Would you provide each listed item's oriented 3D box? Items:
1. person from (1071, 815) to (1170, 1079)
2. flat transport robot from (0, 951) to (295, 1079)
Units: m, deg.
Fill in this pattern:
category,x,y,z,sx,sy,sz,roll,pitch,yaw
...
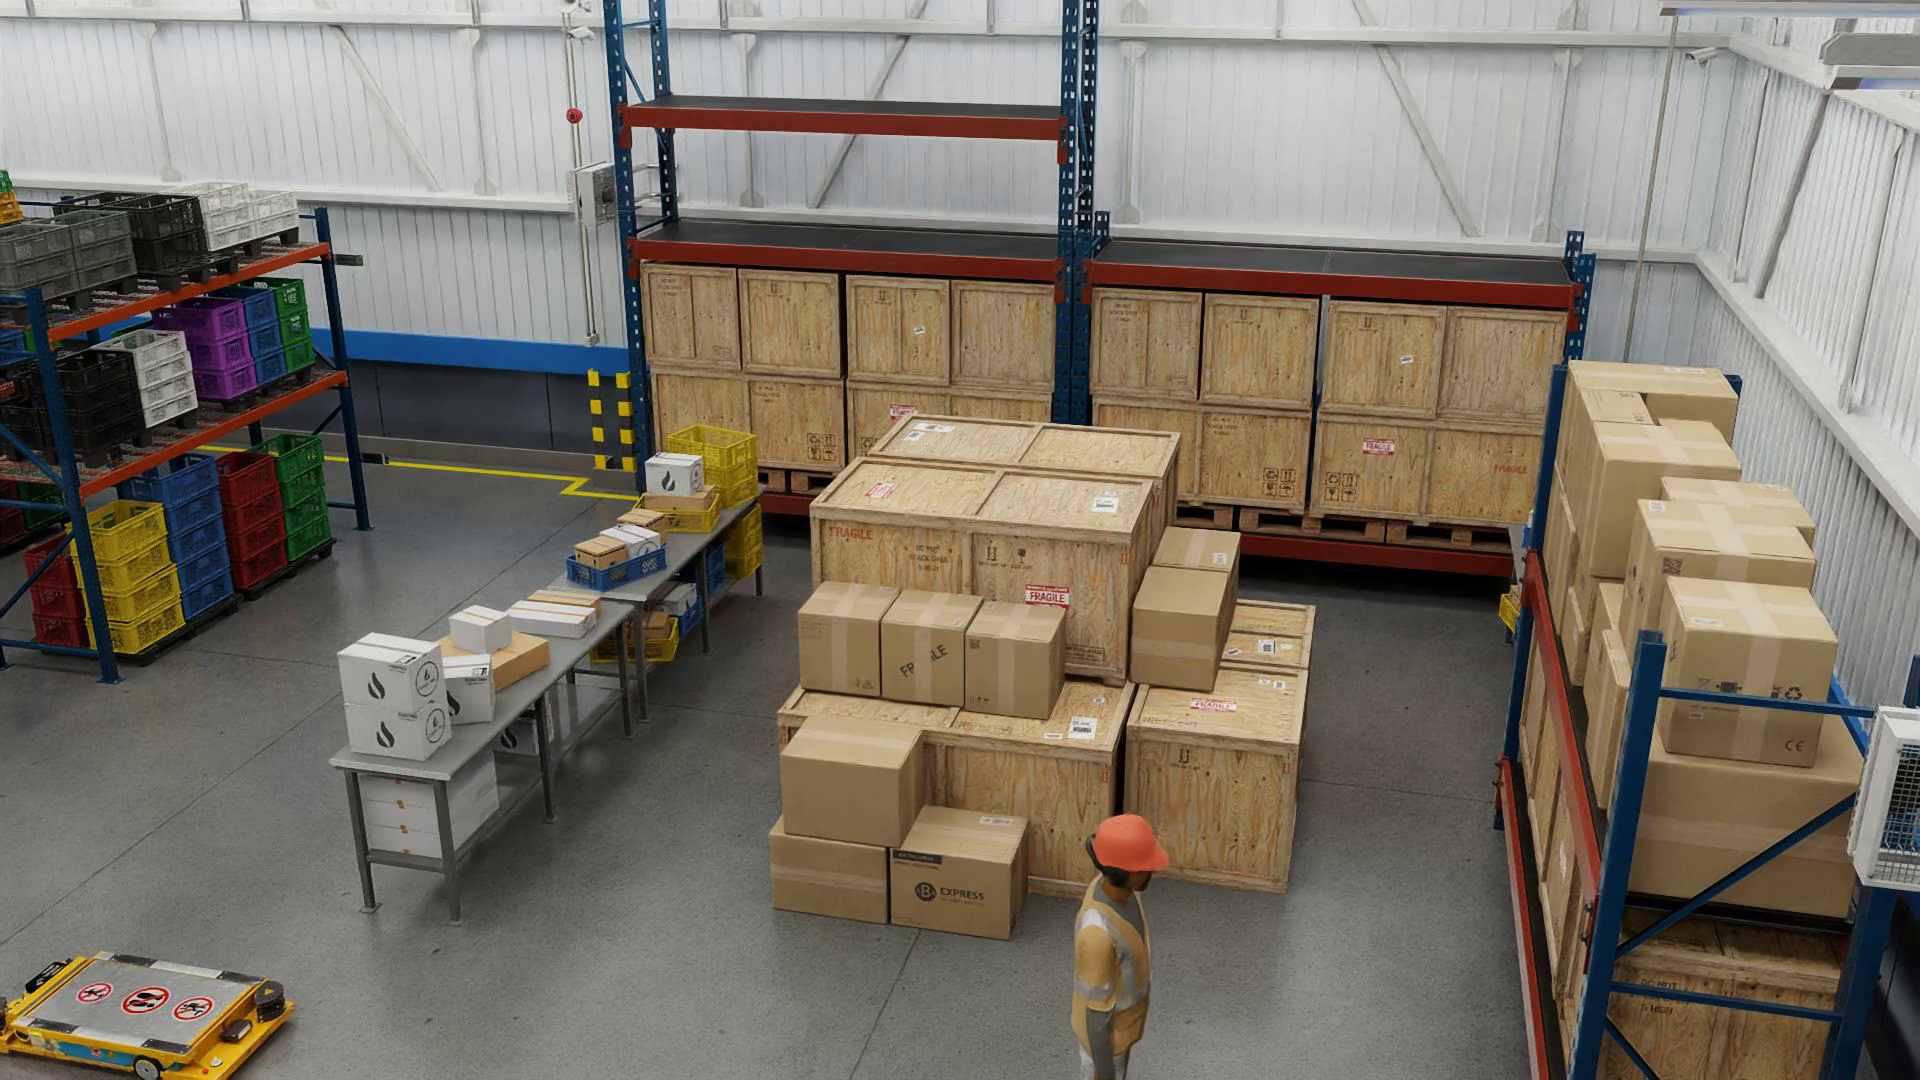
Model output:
category,x,y,z,sx,sy,sz,roll,pitch,yaw
person,0.672,2.081,7.124,0.378,2.041,0.609,5,21,13
flat transport robot,-4.270,2.464,8.601,1.431,0.231,0.659,5,22,13
